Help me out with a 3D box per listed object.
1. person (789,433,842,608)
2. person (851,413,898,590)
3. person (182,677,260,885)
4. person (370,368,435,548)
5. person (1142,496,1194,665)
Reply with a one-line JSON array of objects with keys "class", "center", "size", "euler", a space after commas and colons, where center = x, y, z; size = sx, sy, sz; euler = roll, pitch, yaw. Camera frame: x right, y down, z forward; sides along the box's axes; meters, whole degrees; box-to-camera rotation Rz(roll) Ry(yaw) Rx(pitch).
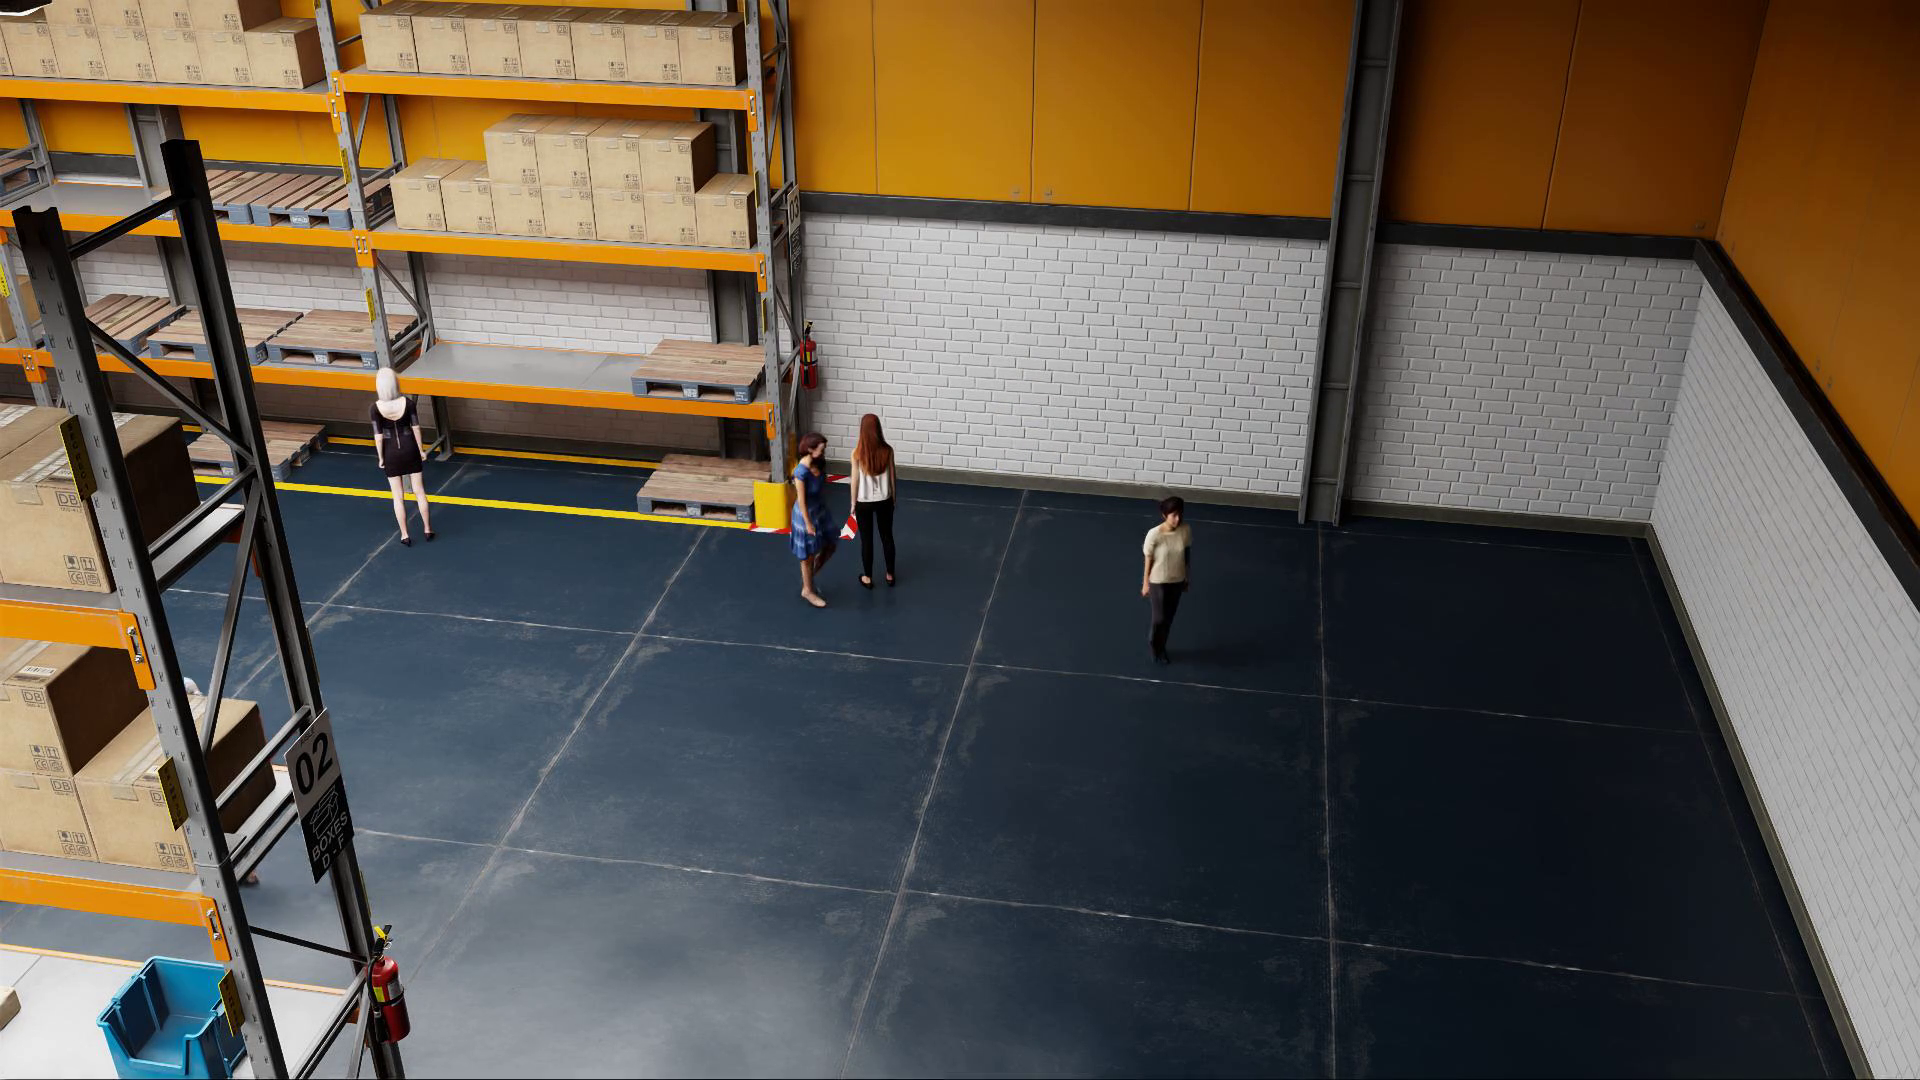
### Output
[{"class": "person", "center": [-1.396, -0.166, 14.780], "size": [0.727, 1.779, 0.734], "euler": [8, 30, 15]}, {"class": "person", "center": [-0.781, -0.350, 15.180], "size": [0.579, 1.720, 0.711], "euler": [-8, 30, -14]}, {"class": "person", "center": [-5.100, 1.691, 11.483], "size": [0.728, 1.677, 0.582], "euler": [6, 29, 10]}, {"class": "person", "center": [-5.338, -0.797, 15.889], "size": [0.616, 1.825, 0.719], "euler": [-12, 31, -21]}, {"class": "person", "center": [1.712, 0.320, 14.101], "size": [0.659, 1.577, 0.756], "euler": [-11, 31, -20]}]
